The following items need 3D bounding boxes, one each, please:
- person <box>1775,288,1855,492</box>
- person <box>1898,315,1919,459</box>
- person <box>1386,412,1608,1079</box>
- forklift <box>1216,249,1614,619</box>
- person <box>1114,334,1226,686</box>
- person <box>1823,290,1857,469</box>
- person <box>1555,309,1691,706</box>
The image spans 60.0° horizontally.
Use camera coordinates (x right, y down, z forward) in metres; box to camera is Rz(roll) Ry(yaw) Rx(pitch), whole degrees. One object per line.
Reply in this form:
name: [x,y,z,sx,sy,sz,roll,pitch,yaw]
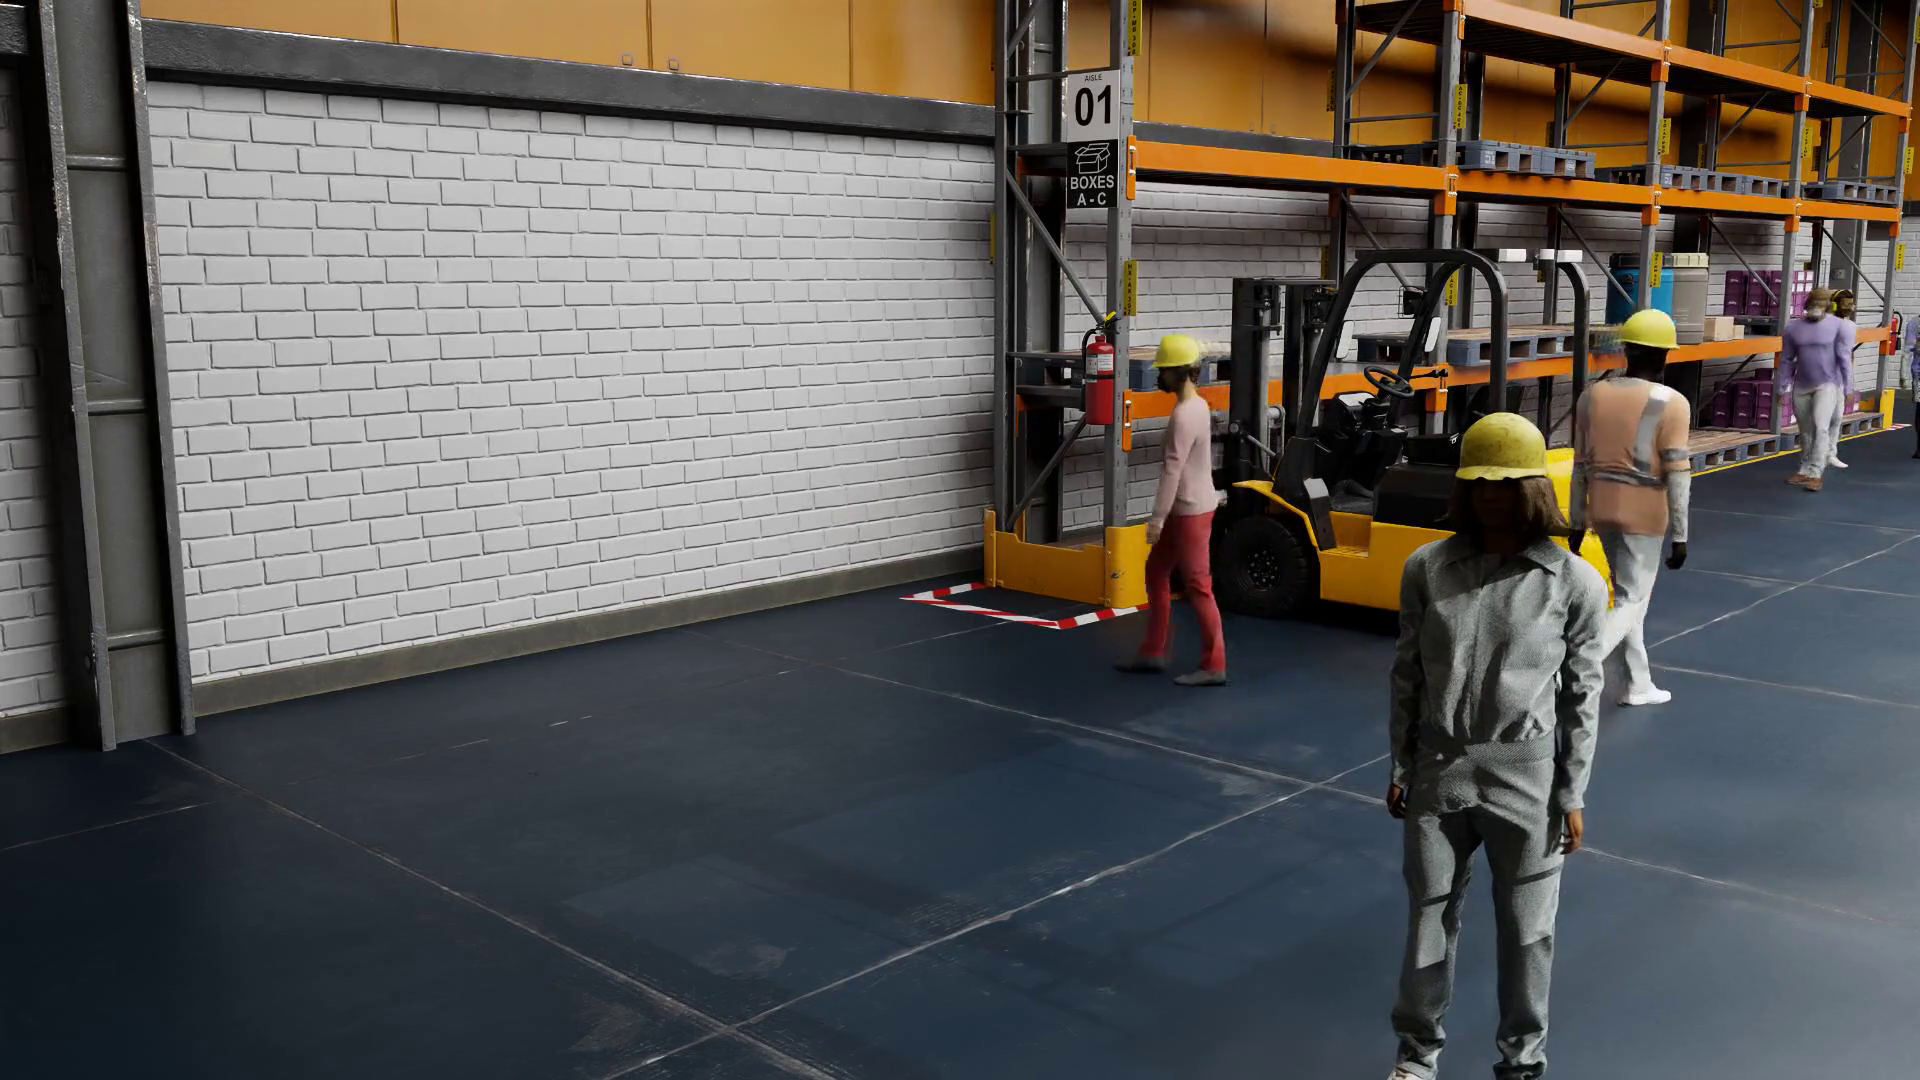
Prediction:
person: [7.989,-1.406,15.590,0.888,1.884,0.728,-7,12,-37]
person: [10.456,-1.803,17.961,0.564,1.906,0.797,8,12,39]
person: [1.242,0.569,3.934,0.483,1.745,0.301,5,11,30]
forklift: [2.710,-0.584,9.626,2.313,2.155,1.214,9,13,43]
person: [1.023,-0.138,8.248,0.716,1.740,0.544,2,10,13]
person: [9.078,-1.666,17.296,0.512,1.860,0.318,-3,10,-15]
person: [3.033,-0.108,7.635,0.878,1.897,0.602,-5,11,-28]
